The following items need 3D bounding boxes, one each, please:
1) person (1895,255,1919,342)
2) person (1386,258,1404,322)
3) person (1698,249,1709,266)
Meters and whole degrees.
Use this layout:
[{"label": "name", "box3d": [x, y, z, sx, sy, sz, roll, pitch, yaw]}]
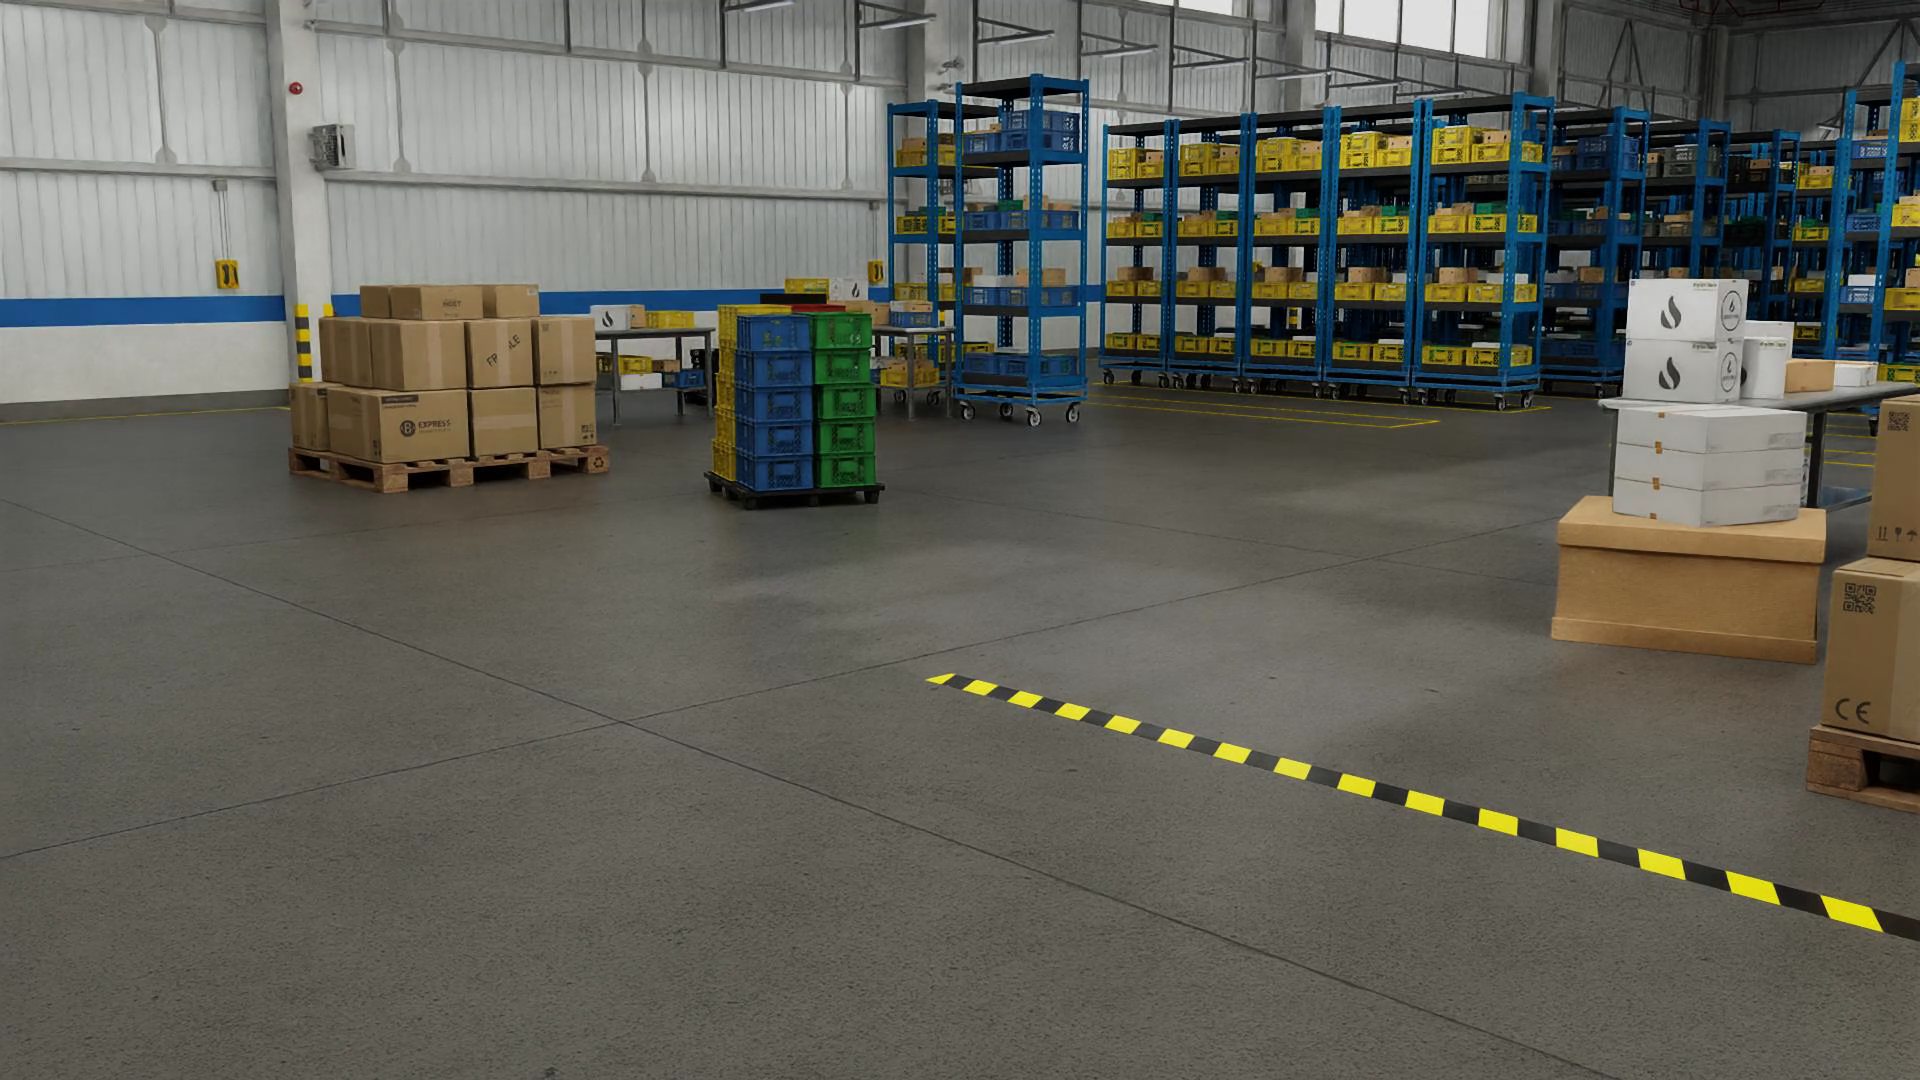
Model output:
[{"label": "person", "box3d": [13.701, -3.205, 24.058, 0.403, 1.823, 0.588, 5, 11, 28]}, {"label": "person", "box3d": [8.311, -4.495, 31.868, 0.576, 1.818, 0.723, 8, 12, 40]}, {"label": "person", "box3d": [12.789, -4.058, 28.722, 0.608, 1.987, 0.409, 6, 11, 31]}]
